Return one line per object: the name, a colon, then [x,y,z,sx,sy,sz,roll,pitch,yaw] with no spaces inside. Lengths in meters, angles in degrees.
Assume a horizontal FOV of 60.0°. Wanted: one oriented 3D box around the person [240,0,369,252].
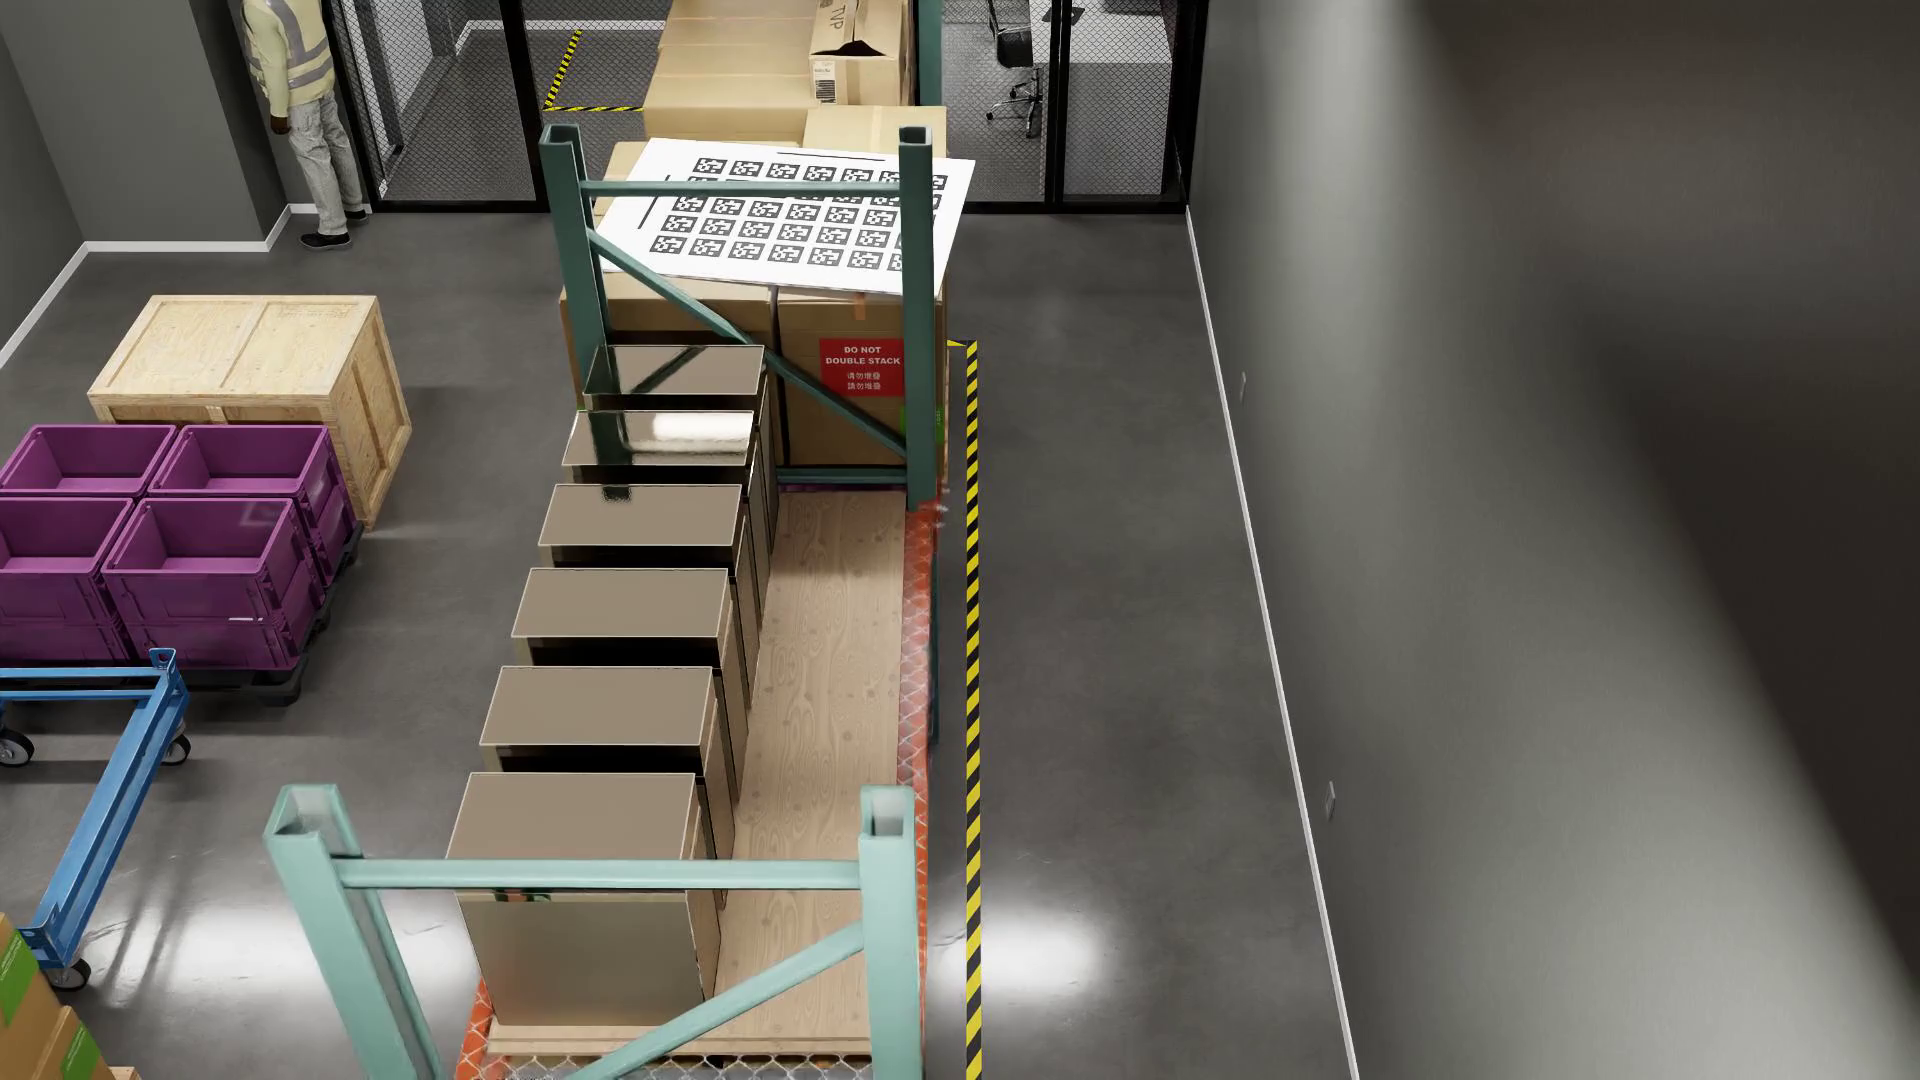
person: [-3.472,-2.393,8.700,0.403,1.833,0.591,5,41,6]
